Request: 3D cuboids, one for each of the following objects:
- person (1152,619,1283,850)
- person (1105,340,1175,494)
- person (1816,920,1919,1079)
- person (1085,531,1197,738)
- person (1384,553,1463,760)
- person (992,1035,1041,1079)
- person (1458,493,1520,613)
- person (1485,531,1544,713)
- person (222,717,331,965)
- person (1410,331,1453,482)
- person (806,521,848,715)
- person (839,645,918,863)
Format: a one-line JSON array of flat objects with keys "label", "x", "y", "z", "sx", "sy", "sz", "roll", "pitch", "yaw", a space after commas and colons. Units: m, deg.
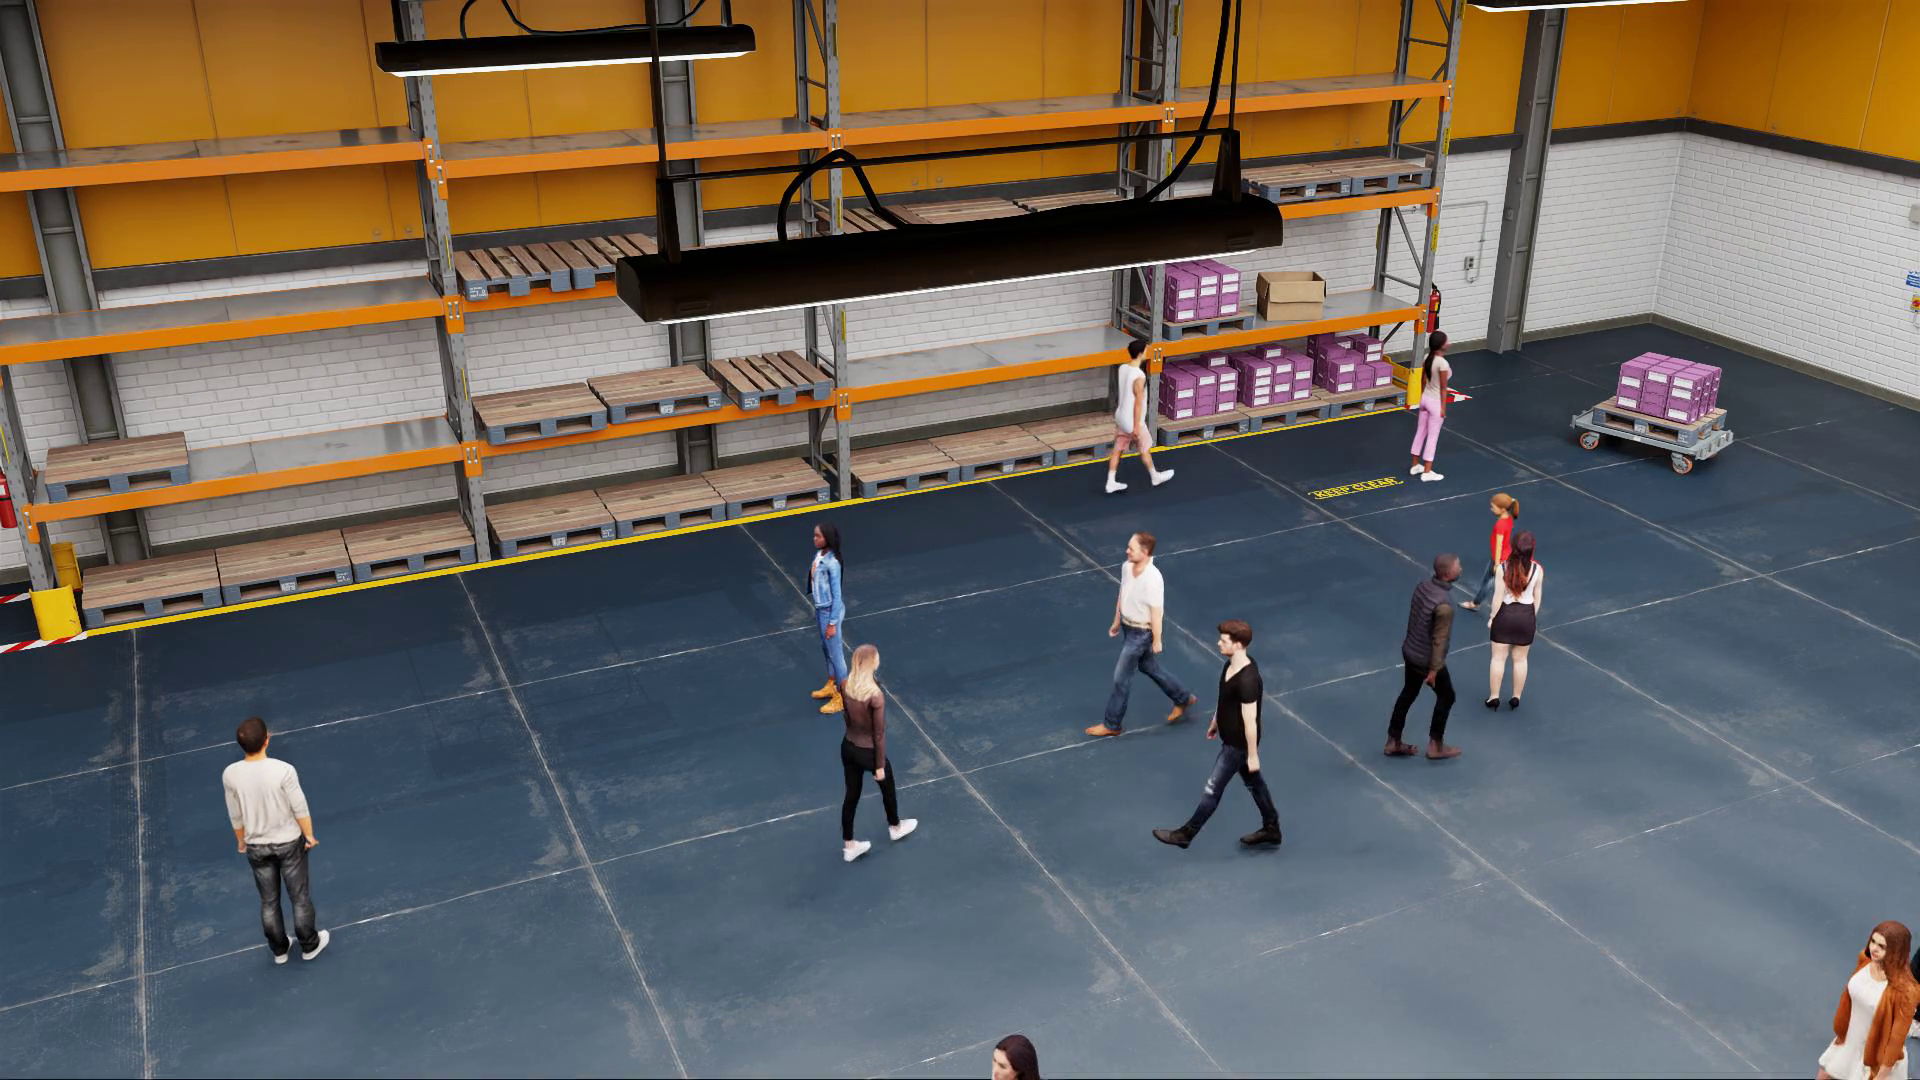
[{"label": "person", "x": 2.108, "y": 1.464, "z": 12.045, "sx": 1.312, "sy": 1.837, "sz": 1.048, "roll": 0, "pitch": 24, "yaw": 1}, {"label": "person", "x": 1.828, "y": -1.333, "z": 18.557, "sx": 1.029, "sy": 1.746, "sz": 0.665, "roll": -10, "pitch": 26, "yaw": -23}, {"label": "person", "x": 5.083, "y": 2.803, "z": 9.155, "sx": 0.711, "sy": 1.699, "sz": 0.665, "roll": -8, "pitch": 25, "yaw": -18}, {"label": "person", "x": 1.579, "y": 0.757, "z": 13.682, "sx": 1.281, "sy": 1.822, "sz": 0.812, "roll": -6, "pitch": 24, "yaw": -13}, {"label": "person", "x": 3.628, "y": 0.944, "z": 13.267, "sx": 0.922, "sy": 1.811, "sz": 0.852, "roll": -5, "pitch": 24, "yaw": -11}, {"label": "person", "x": 0.383, "y": 3.171, "z": 8.465, "sx": 1.075, "sy": 1.577, "sz": 0.717, "roll": -15, "pitch": 28, "yaw": -31}, {"label": "person", "x": 5.158, "y": 0.193, "z": 15.652, "sx": 0.835, "sy": 1.277, "sz": 0.893, "roll": 17, "pitch": 29, "yaw": 33}, {"label": "person", "x": 4.675, "y": 0.687, "z": 14.057, "sx": 0.594, "sy": 1.649, "sz": 0.695, "roll": 2, "pitch": 24, "yaw": 4}, {"label": "person", "x": -4.504, "y": 1.974, "z": 10.909, "sx": 0.611, "sy": 1.812, "sz": 0.783, "roll": -2, "pitch": 24, "yaw": -5}, {"label": "person", "x": 5.411, "y": -1.550, "z": 19.060, "sx": 0.538, "sy": 1.742, "sz": 0.591, "roll": -8, "pitch": 25, "yaw": -18}, {"label": "person", "x": -1.104, "y": 0.633, "z": 14.101, "sx": 0.543, "sy": 1.713, "sz": 0.629, "roll": -8, "pitch": 25, "yaw": -17}, {"label": "person", "x": -0.755, "y": 1.572, "z": 11.992, "sx": 0.842, "sy": 1.681, "sz": 1.000, "roll": 20, "pitch": 31, "yaw": 38}]
